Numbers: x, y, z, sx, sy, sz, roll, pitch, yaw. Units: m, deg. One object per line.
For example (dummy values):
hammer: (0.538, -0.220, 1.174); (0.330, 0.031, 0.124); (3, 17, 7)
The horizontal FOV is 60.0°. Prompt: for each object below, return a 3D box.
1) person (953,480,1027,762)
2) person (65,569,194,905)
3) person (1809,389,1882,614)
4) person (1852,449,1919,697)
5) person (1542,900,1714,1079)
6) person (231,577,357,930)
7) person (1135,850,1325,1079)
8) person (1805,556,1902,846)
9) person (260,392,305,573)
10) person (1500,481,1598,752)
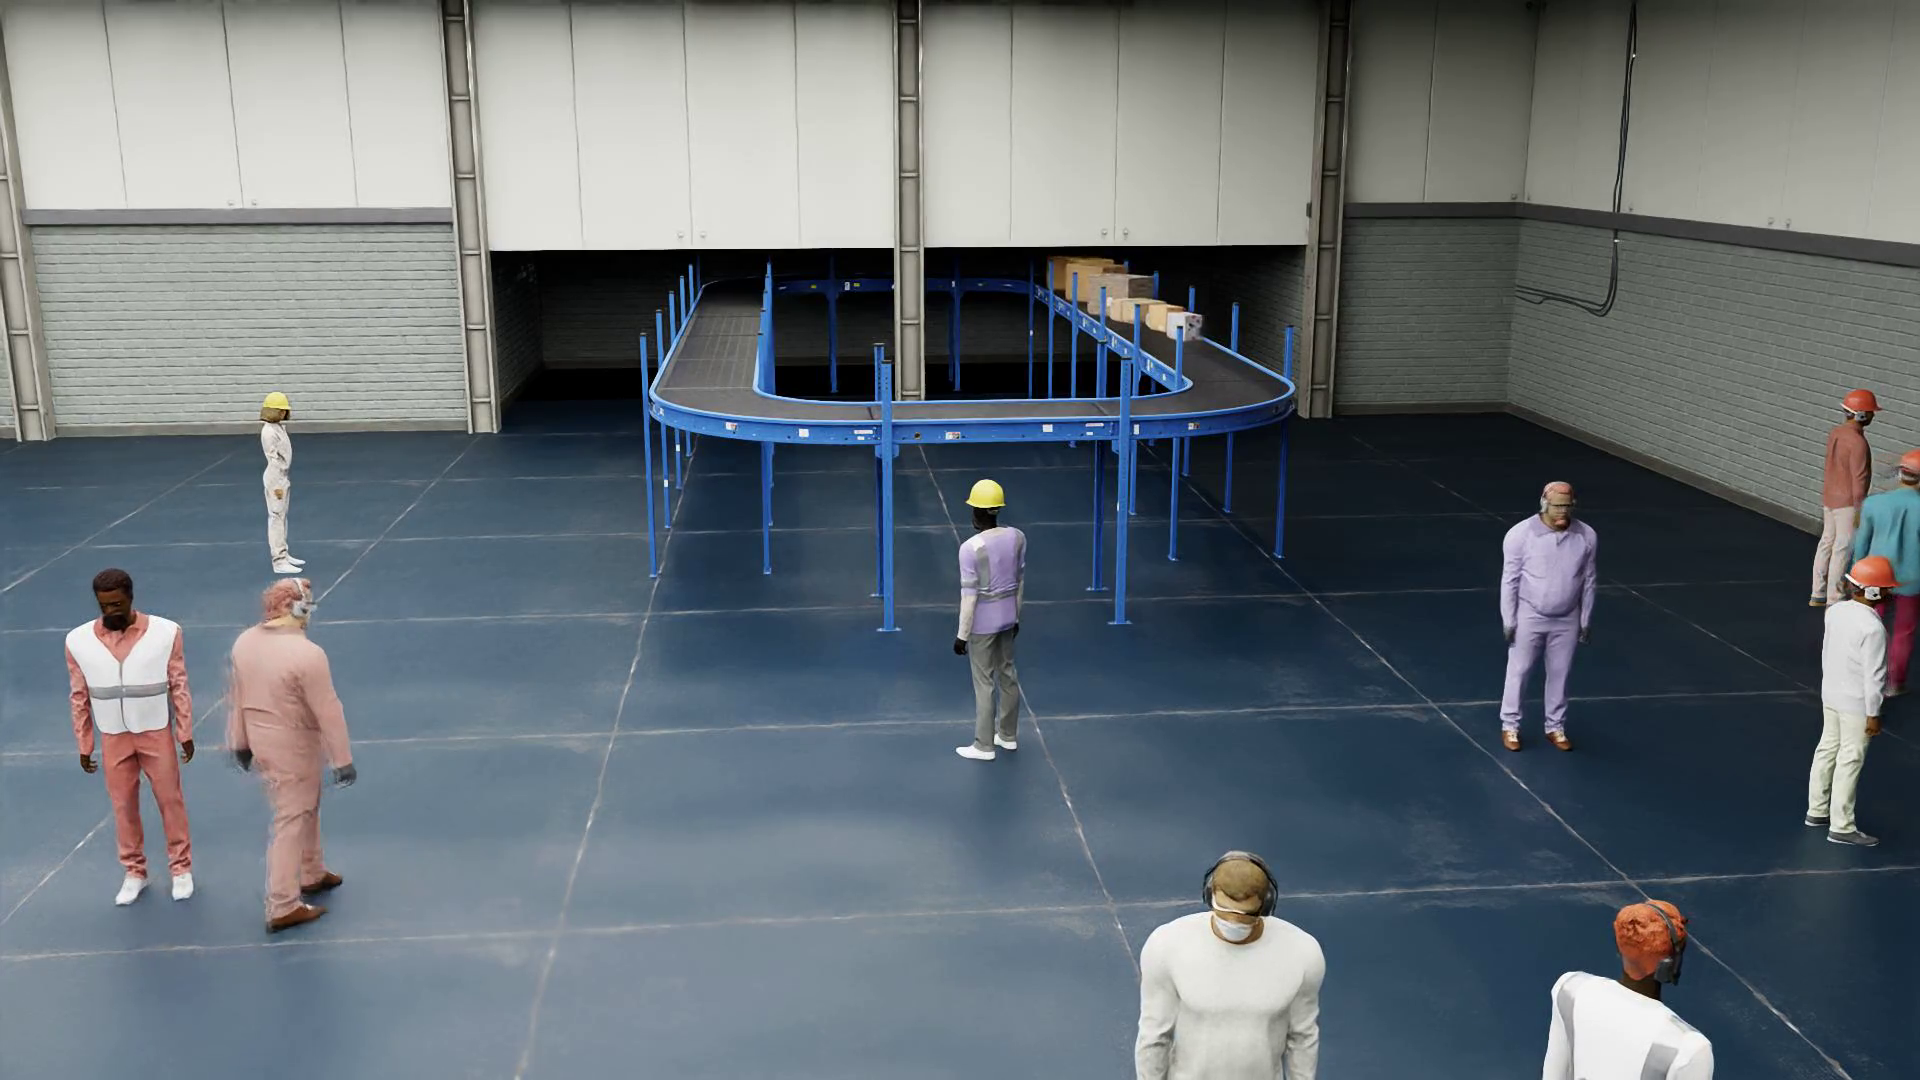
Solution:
person: (0.190, 0.542, 11.213); (0.369, 1.928, 0.586); (13, 19, 43)
person: (-4.546, 1.067, 9.166); (0.597, 1.908, 0.409); (-4, 15, -16)
person: (7.764, -0.331, 14.573); (0.375, 1.995, 0.611); (1, 14, 3)
person: (6.859, 0.289, 12.207); (0.625, 1.952, 0.986); (12, 18, 39)
person: (2.129, 2.034, 5.337); (0.353, 1.883, 0.578); (-9, 17, -32)
person: (-3.581, 1.121, 9.015); (0.720, 1.866, 0.748); (8, 16, 30)
person: (0.903, 1.934, 5.637); (0.627, 1.934, 0.370); (0, 14, 0)
person: (5.362, 0.944, 9.957); (0.327, 1.752, 0.562); (0, 14, 0)
person: (-6.528, -0.558, 16.001); (0.313, 1.739, 0.485); (-3, 14, -12)
person: (4.012, 0.524, 11.347); (0.648, 1.903, 0.400); (0, 14, -1)
